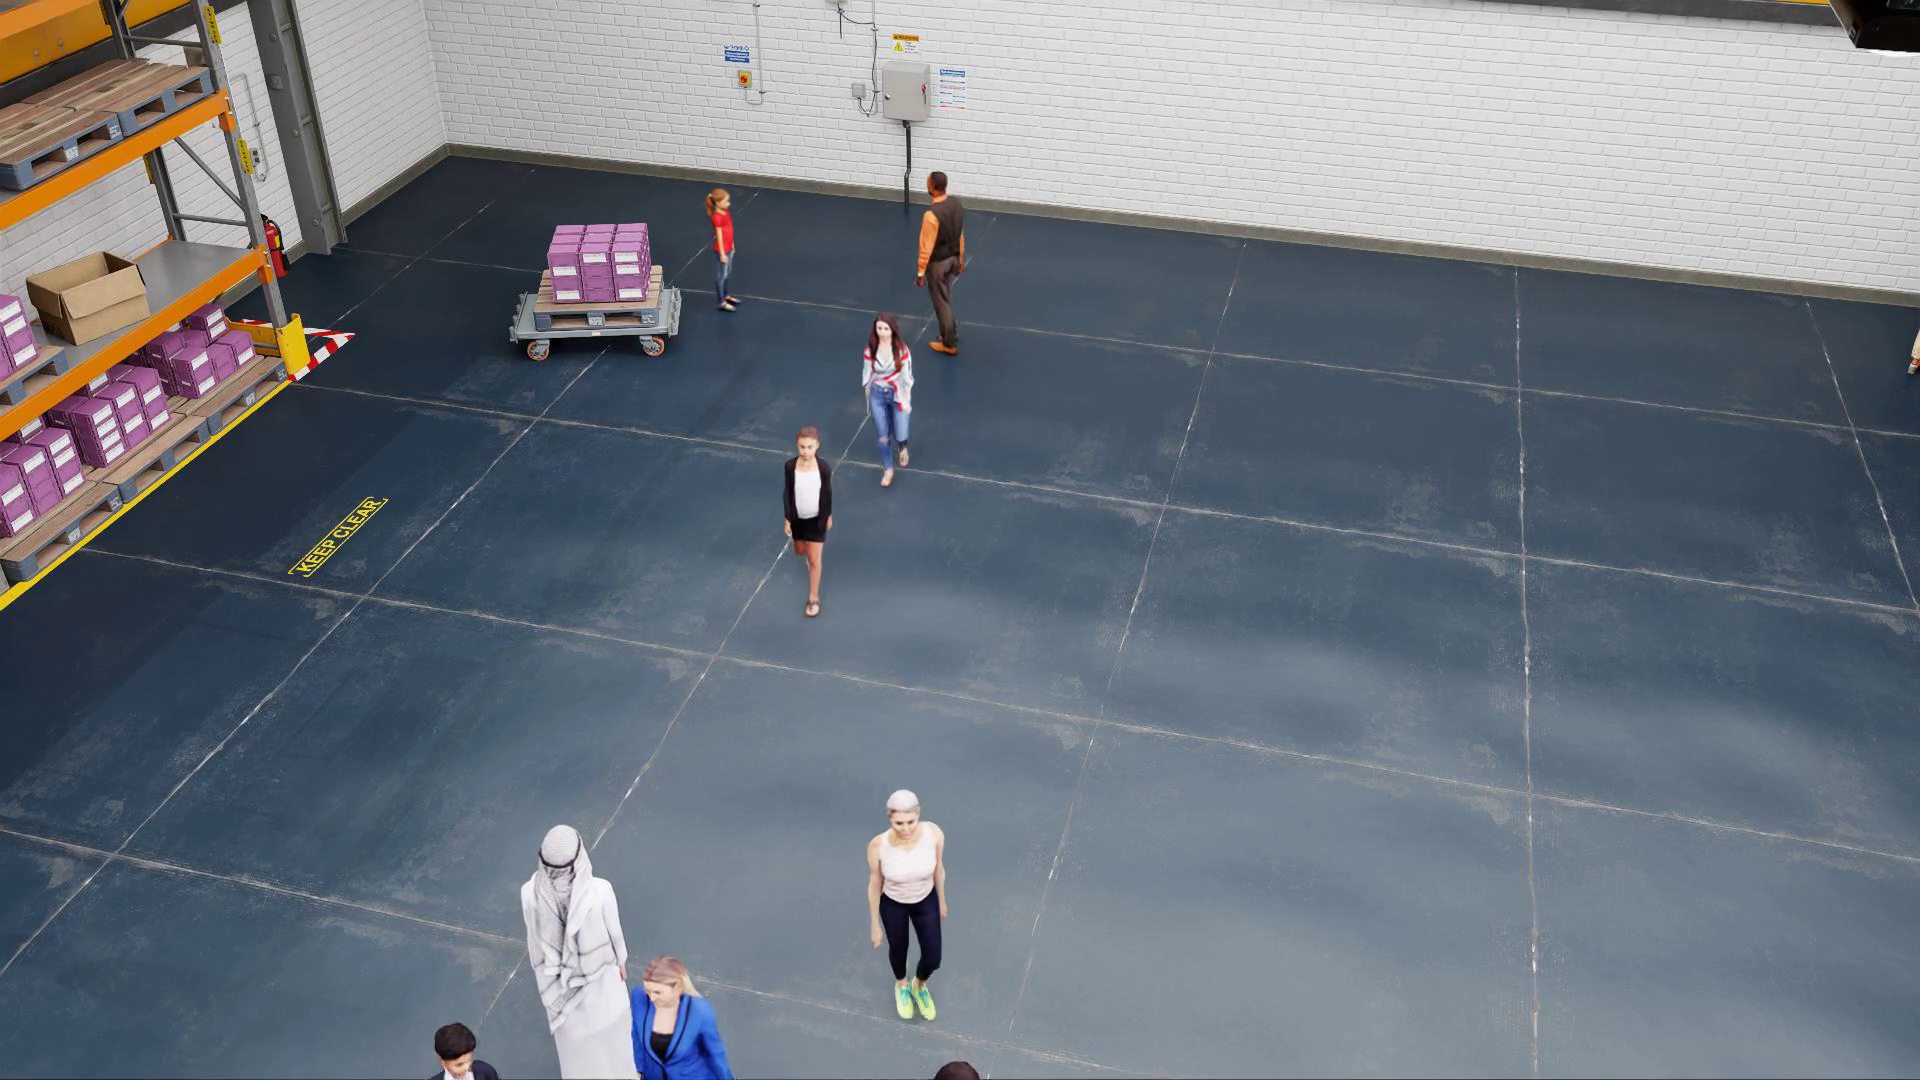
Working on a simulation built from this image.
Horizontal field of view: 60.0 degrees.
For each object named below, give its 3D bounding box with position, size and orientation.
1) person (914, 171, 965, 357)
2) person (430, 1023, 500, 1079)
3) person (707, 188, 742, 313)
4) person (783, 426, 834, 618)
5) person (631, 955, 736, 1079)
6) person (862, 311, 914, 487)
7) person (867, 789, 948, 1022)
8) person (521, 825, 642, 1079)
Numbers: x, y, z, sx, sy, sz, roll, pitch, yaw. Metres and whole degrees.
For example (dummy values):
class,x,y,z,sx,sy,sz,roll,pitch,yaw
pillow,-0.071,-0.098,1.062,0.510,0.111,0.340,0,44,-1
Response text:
class,x,y,z,sx,sy,sz,roll,pitch,yaw
person,-0.095,-2.668,16.259,0.877,1.898,0.758,22,39,29
person,-2.516,2.892,8.530,0.777,1.194,0.915,-9,35,-14
person,-2.474,-3.047,17.361,0.553,1.310,0.430,7,34,10
person,-1.177,-0.224,12.905,0.656,1.540,1.003,1,34,2
person,-1.387,2.657,8.439,0.717,1.686,0.606,5,34,8
person,-0.596,-1.260,14.403,0.628,1.608,0.706,5,34,8
person,-0.316,2.008,9.414,0.734,1.688,0.766,-8,34,-12
person,-2.017,2.273,8.804,0.757,1.922,0.762,-3,34,-4
